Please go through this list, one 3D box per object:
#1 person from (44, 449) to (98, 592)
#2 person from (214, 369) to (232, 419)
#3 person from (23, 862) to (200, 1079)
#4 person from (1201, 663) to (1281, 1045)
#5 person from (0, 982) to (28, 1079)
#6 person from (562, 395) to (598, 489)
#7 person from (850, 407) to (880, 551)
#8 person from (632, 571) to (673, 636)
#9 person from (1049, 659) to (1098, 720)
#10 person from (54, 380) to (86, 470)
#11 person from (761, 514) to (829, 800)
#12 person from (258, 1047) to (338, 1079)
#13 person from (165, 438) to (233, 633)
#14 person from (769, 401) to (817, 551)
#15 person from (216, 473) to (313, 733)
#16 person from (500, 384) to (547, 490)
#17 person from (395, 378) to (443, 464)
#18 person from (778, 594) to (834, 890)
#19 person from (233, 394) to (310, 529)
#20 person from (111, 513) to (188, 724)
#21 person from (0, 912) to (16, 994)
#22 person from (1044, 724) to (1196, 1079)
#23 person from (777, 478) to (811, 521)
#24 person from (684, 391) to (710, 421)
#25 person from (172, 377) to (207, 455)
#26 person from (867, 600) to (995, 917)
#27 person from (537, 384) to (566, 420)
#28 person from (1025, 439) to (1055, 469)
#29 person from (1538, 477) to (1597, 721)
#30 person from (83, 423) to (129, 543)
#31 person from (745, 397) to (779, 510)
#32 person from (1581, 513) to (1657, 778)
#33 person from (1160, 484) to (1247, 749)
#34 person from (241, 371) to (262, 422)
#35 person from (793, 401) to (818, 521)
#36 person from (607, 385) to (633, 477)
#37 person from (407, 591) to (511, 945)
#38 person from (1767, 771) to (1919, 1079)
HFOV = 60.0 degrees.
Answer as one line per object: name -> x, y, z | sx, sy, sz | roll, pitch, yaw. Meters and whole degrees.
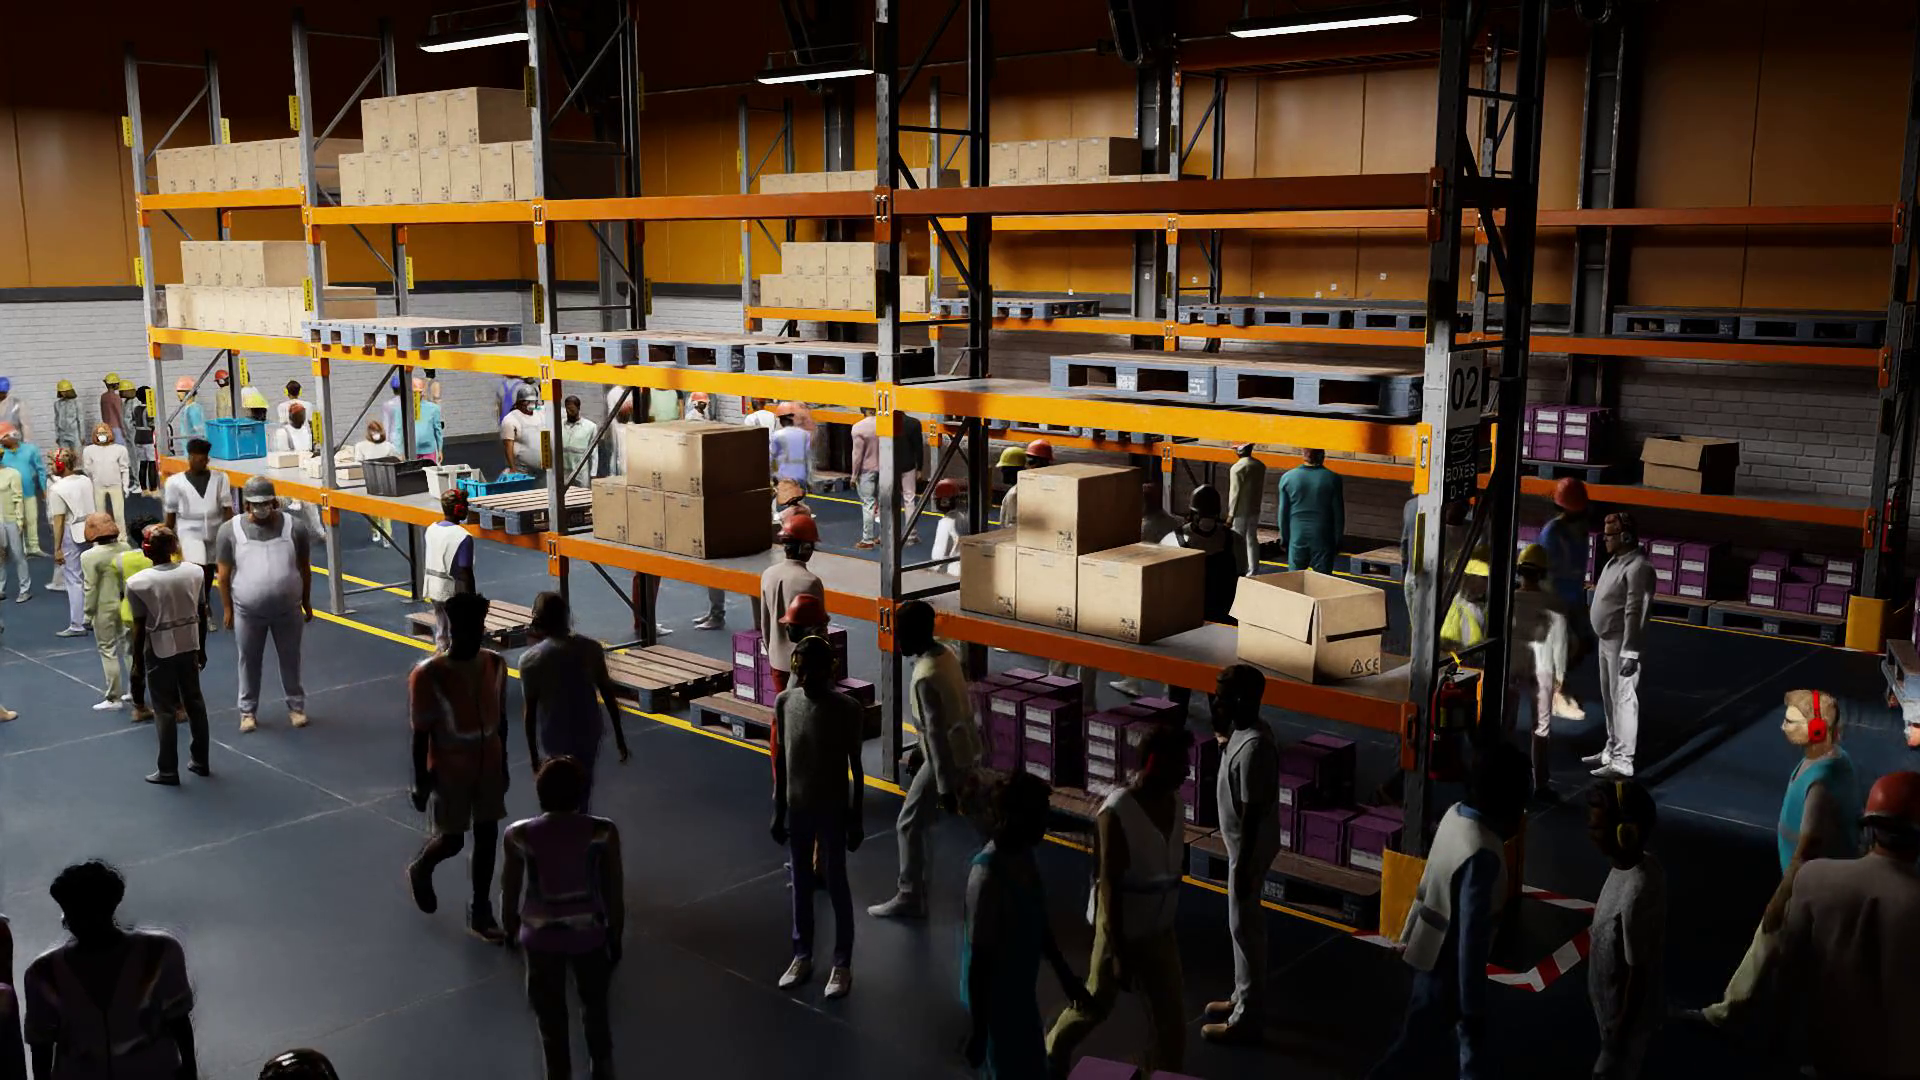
person -> -9.652, -0.198, 18.082 | 0.721, 1.591, 0.535 | 8, 13, 38
person -> -12.149, -1.954, 27.572 | 0.333, 1.744, 0.559 | 1, 10, 7
person -> -2.968, 1.919, 5.855 | 0.549, 1.681, 0.442 | -4, 11, -20
person -> 1.346, 1.480, 7.908 | 0.349, 1.839, 0.503 | 2, 10, 9
person -> -3.277, 2.019, 5.415 | 0.310, 1.636, 0.523 | 6, 12, 31
person -> -4.835, -0.868, 20.947 | 0.589, 1.920, 0.392 | 2, 10, 11
person -> -1.101, -0.833, 20.705 | 0.627, 1.934, 0.372 | -9, 13, -41
person -> -3.020, -0.003, 16.104 | 0.413, 1.907, 0.595 | -8, 13, -37
person -> 0.934, 0.585, 12.986 | 0.625, 1.833, 0.431 | -6, 12, -31
person -> -13.698, -1.597, 25.589 | 0.485, 1.737, 0.324 | 1, 10, 8
person -> -1.082, 0.816, 11.217 | 0.609, 1.992, 0.386 | 9, 14, 43
person -> -1.586, 2.148, 4.141 | 0.646, 1.826, 0.449 | -2, 10, -9
person -> -7.571, -0.078, 16.554 | 0.606, 1.914, 1.011 | -8, 13, -40
person -> -2.061, -0.753, 20.422 | 0.559, 1.891, 1.010 | -8, 13, -39
person -> -5.396, 0.481, 12.970 | 0.688, 2.000, 0.536 | -5, 11, -26
person -> -5.445, -0.962, 21.133 | 0.537, 2.000, 0.683 | 7, 12, 33
person -> -7.428, -1.239, 22.870 | 0.619, 1.989, 0.395 | -5, 11, -25
person -> -0.900, 1.179, 9.824 | 0.326, 1.754, 0.568 | -1, 10, -7
person -> -9.035, -0.943, 21.489 | 1.014, 1.872, 0.608 | -2, 10, -12
person -> -6.400, 0.627, 13.124 | 0.568, 1.692, 0.336 | 1, 10, 5
person -> -3.616, 1.853, 5.832 | 0.587, 1.823, 0.403 | 0, 10, 1
person -> 0.709, 1.641, 7.115 | 0.587, 1.800, 0.936 | -9, 13, -41
person -> -1.562, 0.228, 15.565 | 0.267, 1.630, 0.511 | 5, 11, 26
person -> -3.958, -1.585, 24.955 | 0.419, 1.933, 0.623 | -6, 11, -29
person -> -10.270, -1.167, 22.278 | 0.391, 2.045, 0.608 | -5, 11, -25
person -> -0.016, 1.237, 9.281 | 0.930, 1.856, 0.619 | 3, 10, 15
person -> -5.587, -1.178, 22.606 | 0.599, 1.958, 0.375 | -4, 11, -24
person -> 0.741, -0.011, 16.074 | 0.373, 1.928, 0.543 | -6, 12, -31
person -> 4.793, 0.475, 13.120 | 0.664, 1.999, 0.444 | -8, 13, -39
person -> -10.431, -0.620, 20.350 | 0.498, 1.633, 0.285 | -4, 11, -23
person -> -2.656, -1.064, 22.182 | 0.350, 1.879, 0.572 | 8, 13, 39
person -> 4.708, 0.745, 11.911 | 0.403, 1.895, 0.647 | 1, 10, 5
person -> 1.821, 0.573, 12.451 | 0.684, 2.000, 0.536 | -1, 10, -6
person -> -11.237, -1.783, 26.333 | 0.396, 1.841, 0.565 | 0, 10, -2
person -> -2.151, -1.208, 22.909 | 0.403, 1.904, 0.652 | 0, 10, 1
person -> -5.188, -1.698, 25.773 | 0.617, 1.892, 0.960 | -9, 13, -41
person -> -2.748, 1.217, 9.084 | 0.656, 1.943, 0.633 | 8, 13, 40
person -> 3.309, 1.764, 5.925 | 0.849, 1.960, 0.658 | -8, 13, -38
